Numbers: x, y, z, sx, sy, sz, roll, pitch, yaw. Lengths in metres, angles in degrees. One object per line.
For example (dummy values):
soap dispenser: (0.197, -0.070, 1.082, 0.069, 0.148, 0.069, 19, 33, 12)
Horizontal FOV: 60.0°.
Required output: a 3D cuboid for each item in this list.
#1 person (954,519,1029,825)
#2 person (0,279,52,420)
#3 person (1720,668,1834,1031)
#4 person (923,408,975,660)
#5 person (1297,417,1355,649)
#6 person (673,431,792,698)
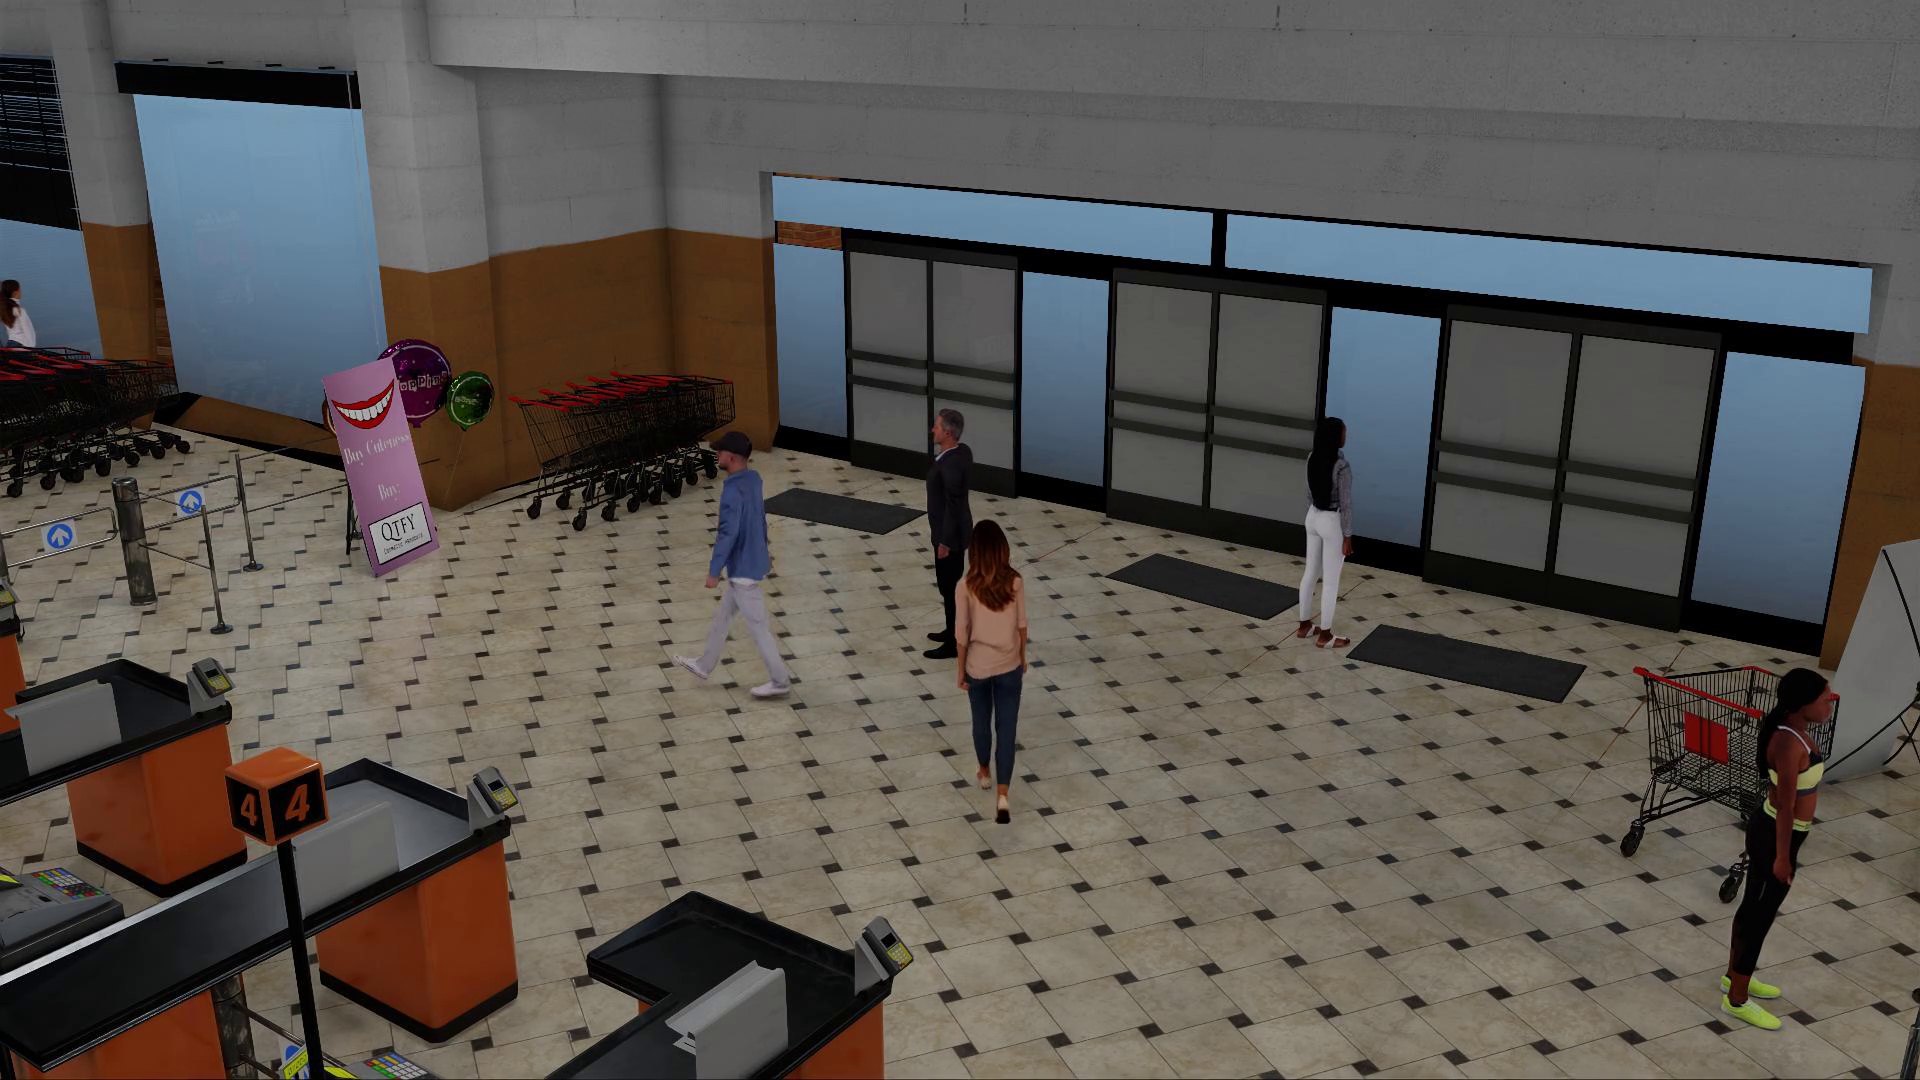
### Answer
person: (0.205, 0.785, 9.619, 1.000, 1.756, 1.167, 0, 19, 0)
person: (-10.507, -2.136, 18.595, 0.552, 1.556, 0.557, 9, 20, 24)
person: (3.790, 1.411, 7.765, 0.660, 1.755, 0.504, 8, 20, 23)
person: (-0.076, -0.064, 12.004, 0.873, 1.842, 0.739, 2, 19, 5)
person: (2.692, -0.069, 12.203, 0.673, 1.725, 0.676, -9, 21, -25)
person: (-1.369, 0.202, 11.205, 1.042, 1.848, 1.150, 3, 19, 9)
